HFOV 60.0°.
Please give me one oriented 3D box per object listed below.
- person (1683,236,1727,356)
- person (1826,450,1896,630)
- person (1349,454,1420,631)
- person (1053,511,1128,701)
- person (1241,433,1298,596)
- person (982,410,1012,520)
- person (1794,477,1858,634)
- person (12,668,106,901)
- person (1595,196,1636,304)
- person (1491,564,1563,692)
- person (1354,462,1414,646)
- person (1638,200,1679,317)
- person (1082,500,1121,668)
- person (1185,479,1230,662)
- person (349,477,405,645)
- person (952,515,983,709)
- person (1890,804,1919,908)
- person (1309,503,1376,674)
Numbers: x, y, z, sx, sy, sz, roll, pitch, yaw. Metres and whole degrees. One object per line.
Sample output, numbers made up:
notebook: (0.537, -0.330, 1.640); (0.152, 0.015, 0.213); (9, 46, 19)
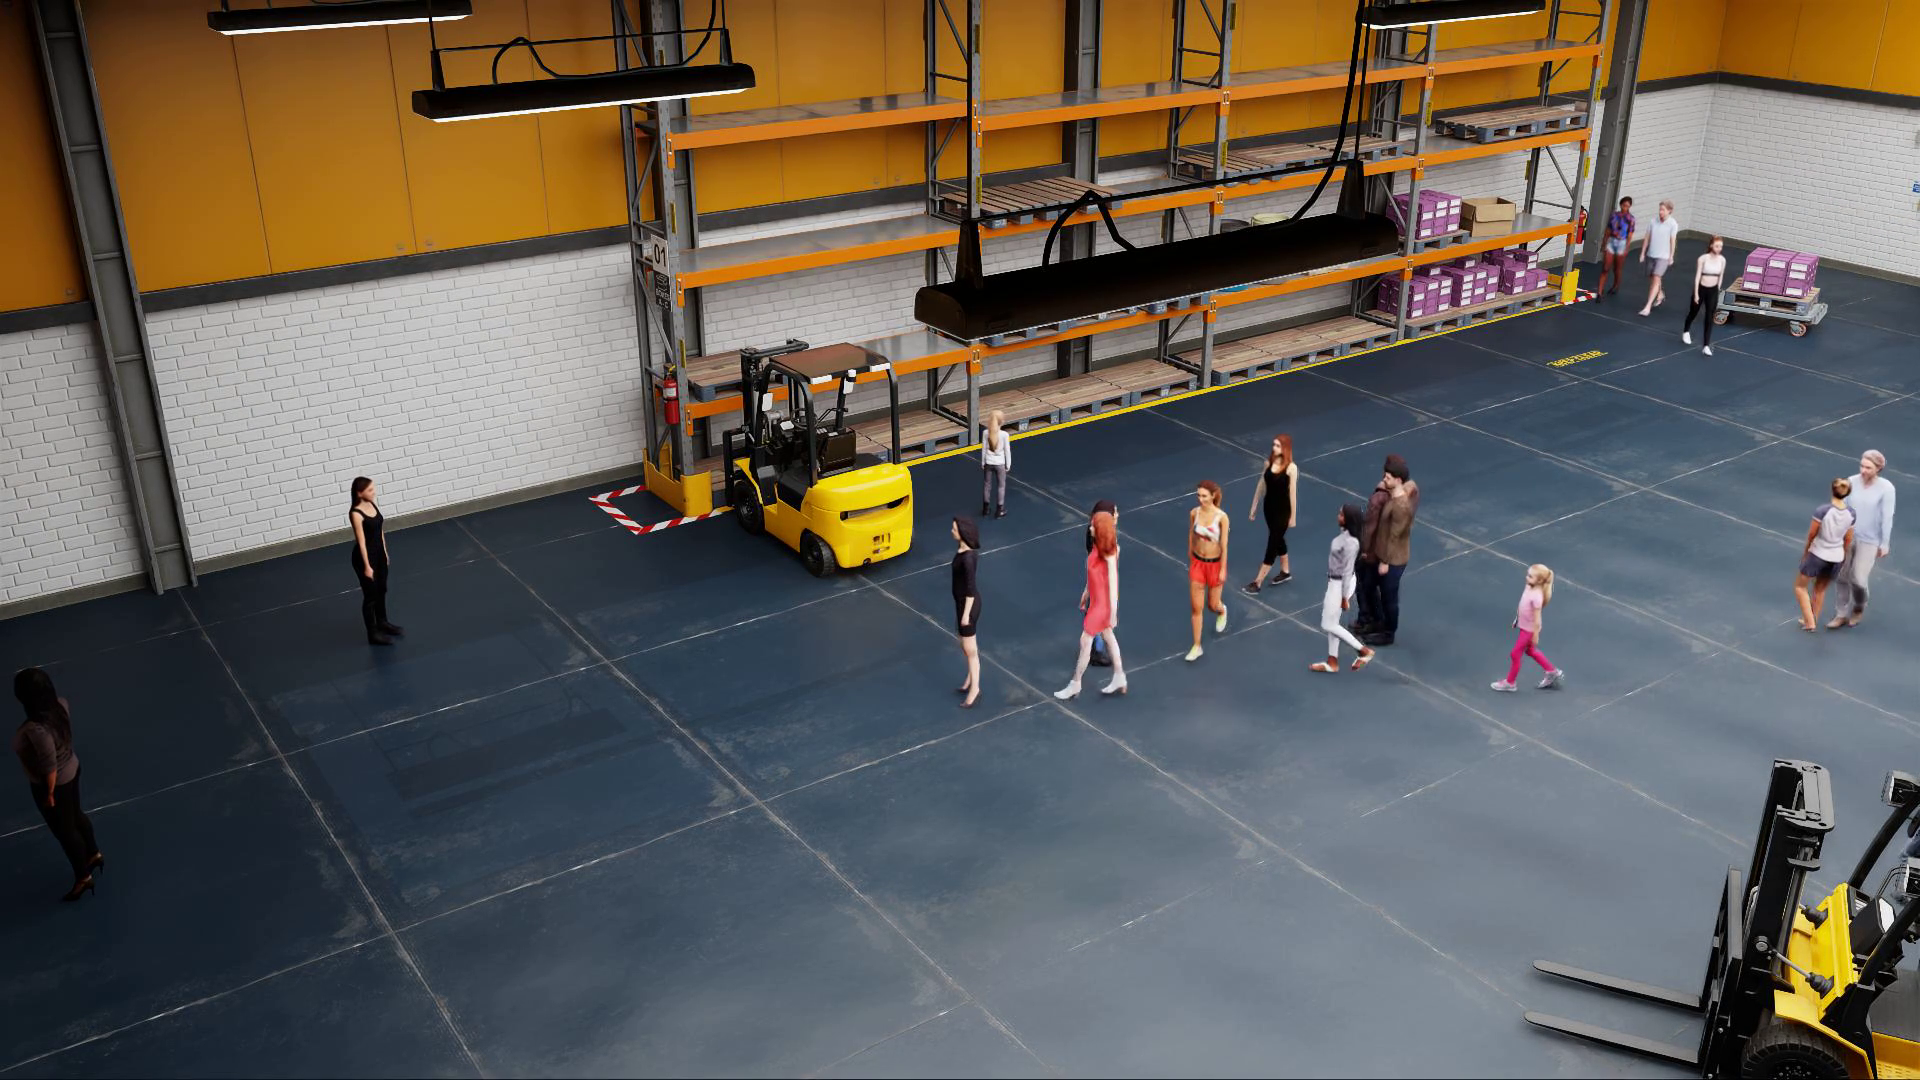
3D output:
person: (11.002, -3.647, 24.680); (1.166, 1.694, 1.158); (2, 24, 4)
person: (8.764, -0.002, 16.122); (0.690, 1.870, 0.679); (-17, 29, -34)
person: (4.142, 0.082, 15.978); (0.675, 1.831, 0.862); (-14, 27, -29)
person: (1.364, 0.600, 14.835); (1.039, 1.798, 0.891); (-3, 24, -7)
person: (3.314, -0.290, 17.003); (1.039, 1.693, 0.571); (-16, 28, -32)
person: (0.392, -0.860, 18.825); (0.588, 1.277, 0.638); (7, 25, 16)
person: (8.328, 0.202, 15.974); (0.757, 1.615, 0.804); (-1, 24, -2)
person: (-6.573, 1.759, 12.131); (0.737, 1.841, 0.741); (-5, 24, -10)
person: (10.776, -4.757, 27.210); (0.901, 1.701, 1.178); (17, 29, 34)
person: (5.219, 0.795, 15.069); (0.905, 1.254, 0.811); (2, 24, 5)
person: (4.165, 0.134, 15.805); (0.795, 1.876, 0.768); (-1, 24, -2)
person: (11.200, -4.515, 26.540); (1.161, 1.796, 0.698); (-17, 29, -34)
person: (1.301, 0.388, 15.529); (0.600, 1.630, 0.656); (-8, 25, -19)
person: (2.374, 0.246, 15.681); (0.831, 1.769, 1.065); (14, 27, 29)
person: (-5.644, 0.184, 15.925); (0.726, 1.688, 0.673); (3, 24, 6)
person: (0.069, 0.624, 14.775); (0.687, 1.803, 0.670); (0, 24, 0)
person: (7.064, 2.101, 12.012); (0.656, 1.309, 0.568); (13, 27, 27)
person: (3.571, 0.465, 15.252); (0.913, 1.712, 0.865); (5, 24, 12)
